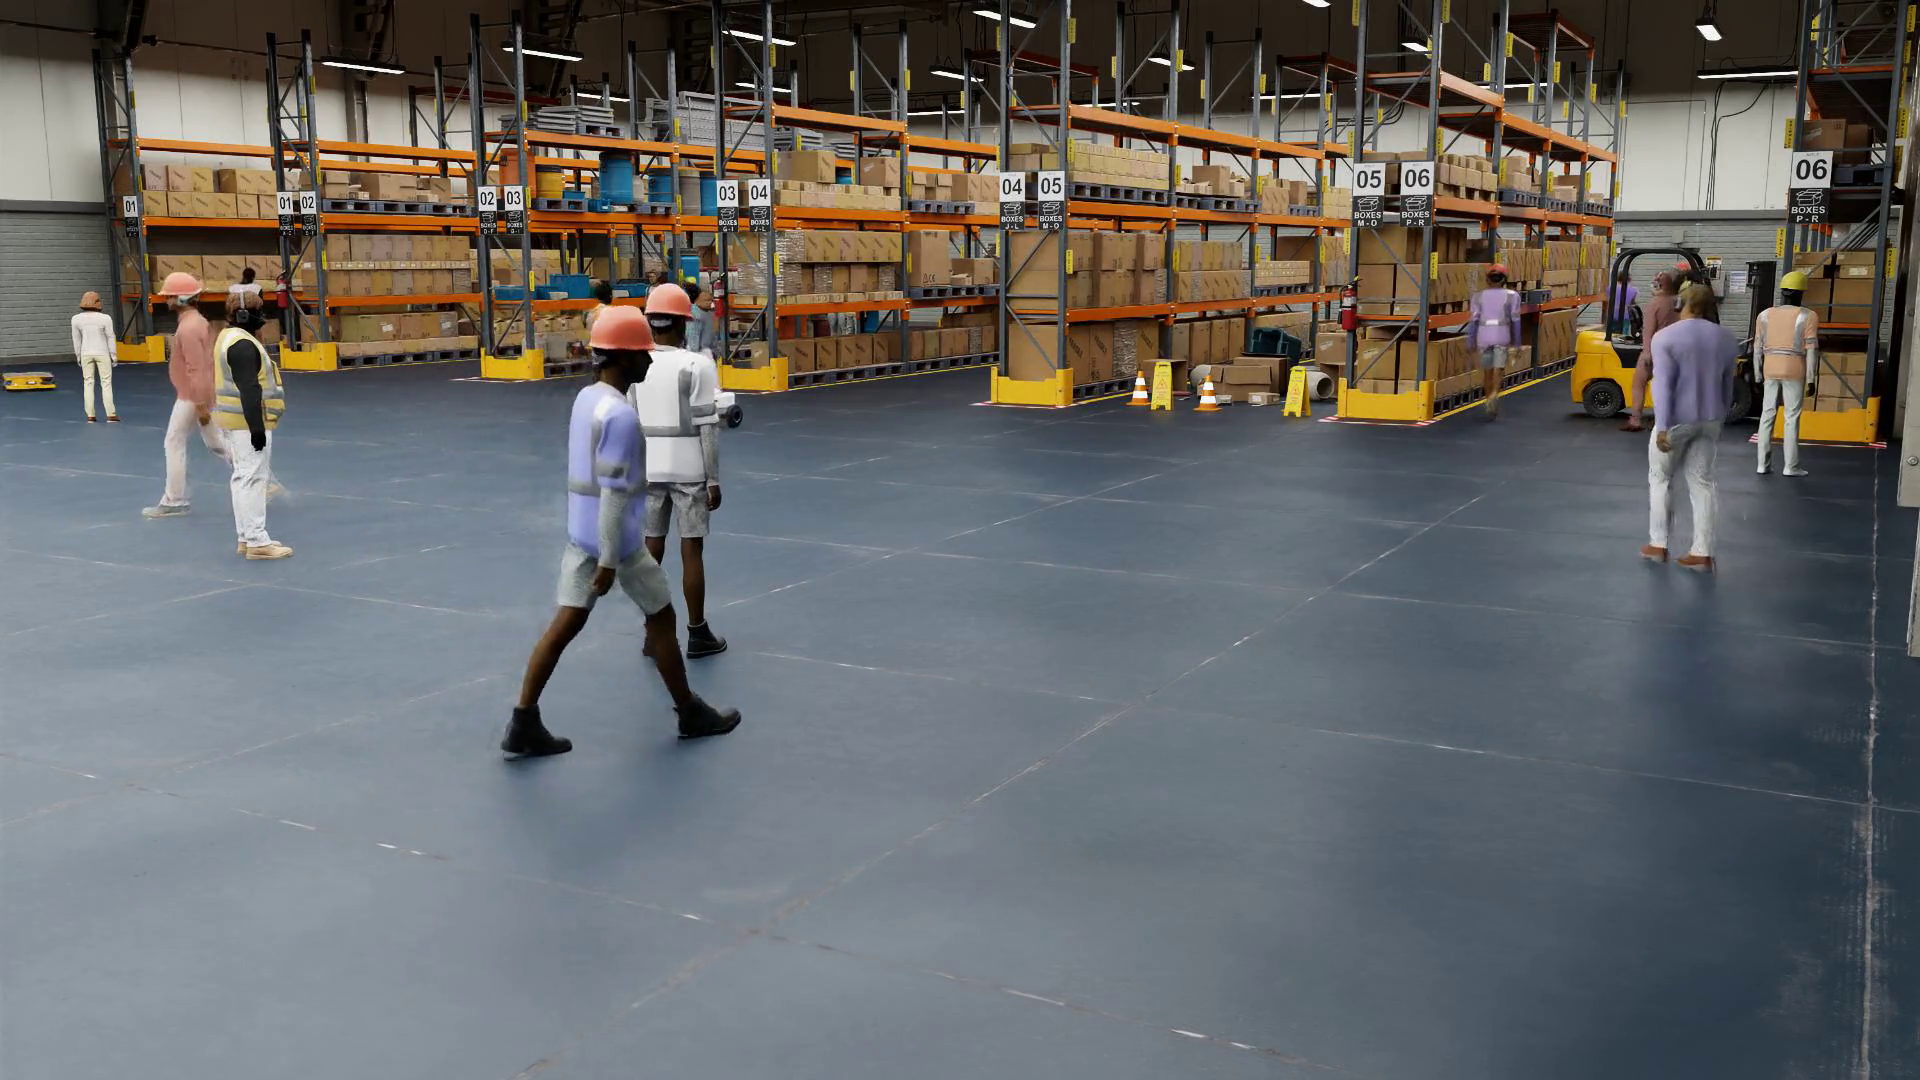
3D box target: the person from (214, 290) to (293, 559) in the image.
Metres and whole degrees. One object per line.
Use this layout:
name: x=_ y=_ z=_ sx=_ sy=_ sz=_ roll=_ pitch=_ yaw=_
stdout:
person: x=-4.872 y=-0.791 z=11.452 sx=0.429 sy=1.843 sz=0.631 roll=-6 pitch=11 yaw=-31

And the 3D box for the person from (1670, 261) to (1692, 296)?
person: x=15.271 y=-4.916 z=35.253 sx=0.472 sy=1.972 sz=0.618 roll=4 pitch=10 yaw=21

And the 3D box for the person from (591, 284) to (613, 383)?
person: x=-4.851 y=-2.713 z=23.159 sx=0.651 sy=1.672 sz=0.558 roll=-7 pitch=12 yaw=-36

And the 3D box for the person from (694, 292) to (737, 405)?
person: x=-3.513 y=-2.624 z=22.917 sx=0.846 sy=1.590 sz=0.513 roll=2 pitch=10 yaw=10

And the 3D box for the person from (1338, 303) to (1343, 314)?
person: x=8.834 y=-5.351 z=37.870 sx=0.440 sy=1.942 sz=0.611 roll=4 pitch=11 yaw=23

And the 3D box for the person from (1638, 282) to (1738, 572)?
person: x=4.857 y=-0.753 z=11.061 sx=0.646 sy=1.892 sz=0.731 roll=-1 pitch=10 yaw=-7

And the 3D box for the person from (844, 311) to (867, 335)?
person: x=-2.098 y=-4.539 z=33.421 sx=0.590 sy=1.833 sz=0.404 roll=7 pitch=12 yaw=35

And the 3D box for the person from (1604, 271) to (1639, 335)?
person: x=12.260 y=-4.072 z=30.786 sx=0.582 sy=1.788 sz=0.984 roll=6 pitch=11 yaw=29

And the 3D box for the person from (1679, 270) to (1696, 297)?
person: x=15.148 y=-4.688 z=34.411 sx=0.978 sy=1.790 sz=0.637 roll=0 pitch=10 yaw=0

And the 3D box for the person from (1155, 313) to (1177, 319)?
person: x=4.560 y=-5.222 z=36.815 sx=0.673 sy=2.000 sz=0.535 roll=4 pitch=11 yaw=23

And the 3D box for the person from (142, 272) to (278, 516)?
person: x=-6.059 y=-1.169 z=13.351 sx=0.956 sy=1.960 sz=0.616 roll=-2 pitch=10 yaw=-13

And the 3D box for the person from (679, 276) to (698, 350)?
person: x=-4.864 y=-3.791 z=29.386 sx=0.665 sy=1.724 sz=0.555 roll=-3 pitch=10 yaw=-17

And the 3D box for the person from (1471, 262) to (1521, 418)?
person: x=6.788 y=-2.527 z=21.159 sx=0.620 sy=2.012 sz=0.770 roll=5 pitch=11 yaw=27

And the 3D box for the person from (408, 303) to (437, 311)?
person: x=-11.099 y=-4.695 z=34.356 sx=0.610 sy=1.822 sz=0.446 roll=4 pitch=11 yaw=24

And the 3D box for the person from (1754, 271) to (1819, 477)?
person: x=7.789 y=-1.559 z=15.695 sx=0.374 sy=1.928 sz=0.584 roll=-8 pitch=12 yaw=-38

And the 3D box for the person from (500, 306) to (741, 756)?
person: x=-1.471 y=-0.032 z=6.935 sx=1.041 sy=1.882 sz=0.545 roll=-7 pitch=12 yaw=-34

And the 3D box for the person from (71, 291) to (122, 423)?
person: x=-10.781 y=-2.277 z=20.759 sx=0.498 sy=1.633 sz=0.285 roll=-1 pitch=10 yaw=-7

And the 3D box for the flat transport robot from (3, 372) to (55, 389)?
flat transport robot: x=-14.599 y=-2.503 z=26.066 sx=0.652 sy=0.197 sz=1.431 roll=-6 pitch=11 yaw=-31

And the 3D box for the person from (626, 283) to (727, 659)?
person: x=-1.479 y=-0.349 z=8.591 sx=0.544 sy=1.935 sz=0.361 roll=3 pitch=10 yaw=16

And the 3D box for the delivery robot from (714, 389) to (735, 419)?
delivery robot: x=-3.025 y=-1.652 z=19.980 sx=0.477 sy=0.478 sz=0.707 roll=5 pitch=11 yaw=28

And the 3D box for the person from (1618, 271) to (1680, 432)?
person: x=8.144 y=-2.189 z=19.496 sx=0.640 sy=1.884 sz=0.789 roll=-4 pitch=10 yaw=-21

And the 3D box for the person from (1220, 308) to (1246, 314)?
person: x=5.661 y=-4.704 z=34.366 sx=0.498 sy=1.832 sz=0.945 roll=6 pitch=11 yaw=32

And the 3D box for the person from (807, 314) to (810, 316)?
person: x=-4.036 y=-6.140 z=42.474 sx=0.619 sy=1.938 sz=1.012 roll=6 pitch=11 yaw=30

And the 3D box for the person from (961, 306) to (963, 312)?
person: x=0.269 y=-5.041 z=36.623 sx=0.492 sy=1.742 sz=0.324 roll=4 pitch=10 yaw=22

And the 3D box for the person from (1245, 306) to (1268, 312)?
person: x=6.645 y=-5.191 z=37.118 sx=1.049 sy=1.874 sz=0.637 roll=-8 pitch=13 yaw=-41

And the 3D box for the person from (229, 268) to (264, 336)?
person: x=-13.161 y=-4.077 z=30.710 sx=0.603 sy=1.853 sz=0.972 roll=-1 pitch=10 yaw=-3

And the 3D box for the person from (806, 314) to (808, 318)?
person: x=-3.715 y=-5.423 z=38.290 sx=0.552 sy=1.935 sz=0.369 roll=7 pitch=12 yaw=37

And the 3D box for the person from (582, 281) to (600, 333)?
person: x=-7.094 y=-4.230 z=32.307 sx=0.522 sy=1.604 sz=0.849 roll=4 pitch=10 yaw=21

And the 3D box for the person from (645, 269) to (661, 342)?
person: x=-5.406 y=-3.896 z=29.620 sx=0.506 sy=1.847 sz=0.344 roll=5 pitch=11 yaw=29

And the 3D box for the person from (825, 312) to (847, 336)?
person: x=-2.542 y=-4.794 z=34.607 sx=0.628 sy=1.940 sz=0.373 roll=4 pitch=11 yaw=24

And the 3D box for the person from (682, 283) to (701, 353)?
person: x=-4.046 y=-2.967 z=24.690 sx=0.806 sy=1.658 sz=0.554 roll=-3 pitch=10 yaw=-18
